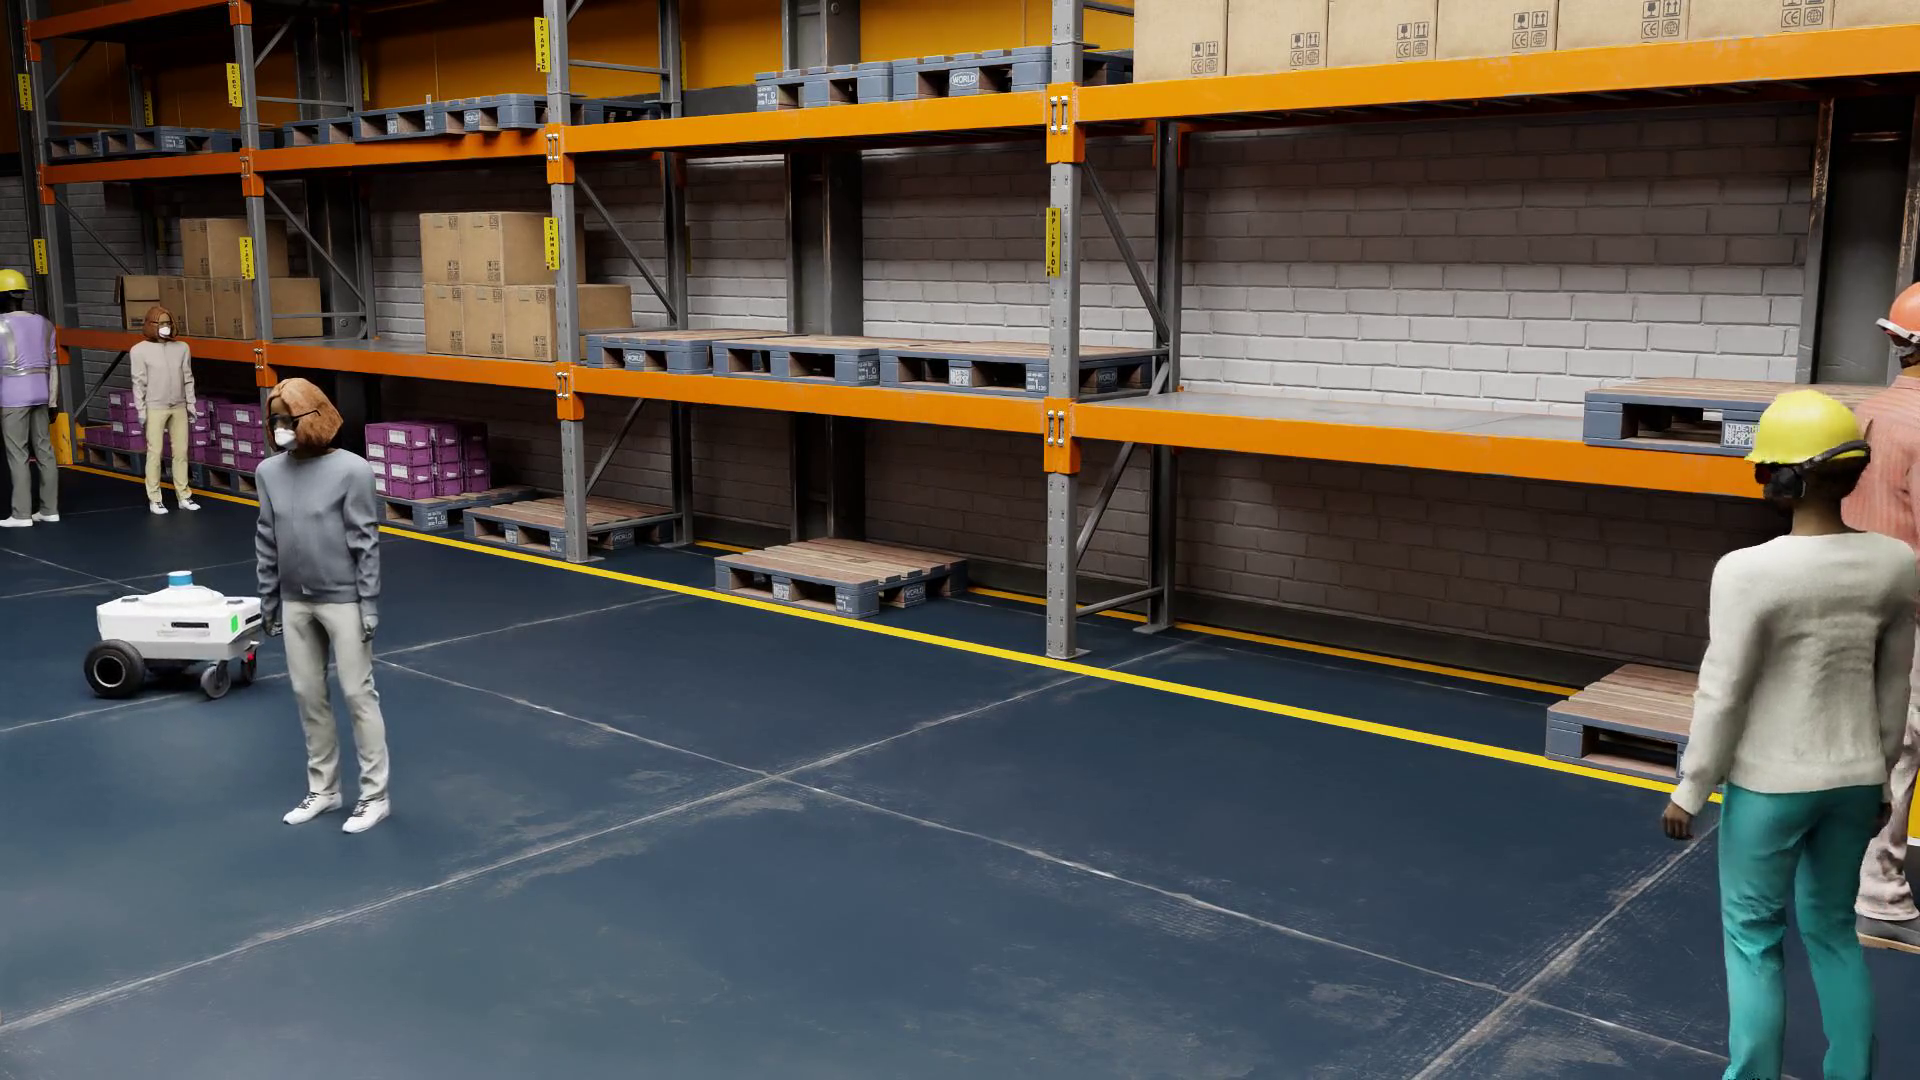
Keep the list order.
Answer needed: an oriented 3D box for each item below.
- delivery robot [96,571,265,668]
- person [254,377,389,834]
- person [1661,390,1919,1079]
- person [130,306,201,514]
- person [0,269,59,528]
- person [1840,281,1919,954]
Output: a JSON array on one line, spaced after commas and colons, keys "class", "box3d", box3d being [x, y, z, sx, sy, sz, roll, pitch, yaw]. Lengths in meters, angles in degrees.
[{"class": "delivery robot", "box3d": [-3.648, 0.390, 7.823, 0.707, 0.478, 0.477, 1, 10, 4]}, {"class": "person", "box3d": [-2.293, 0.232, 5.950, 0.508, 1.623, 0.294, 3, 10, 17]}, {"class": "person", "box3d": [1.893, 0.545, 3.803, 0.549, 1.759, 0.351, -3, 10, -15]}, {"class": "person", "box3d": [-6.235, -1.016, 13.053, 0.283, 1.625, 0.494, 6, 12, 31]}, {"class": "person", "box3d": [-7.011, -1.052, 12.429, 0.390, 1.922, 0.590, 3, 11, 19]}, {"class": "person", "box3d": [2.825, 0.216, 4.977, 0.384, 1.996, 0.610, 1, 10, 6]}]
